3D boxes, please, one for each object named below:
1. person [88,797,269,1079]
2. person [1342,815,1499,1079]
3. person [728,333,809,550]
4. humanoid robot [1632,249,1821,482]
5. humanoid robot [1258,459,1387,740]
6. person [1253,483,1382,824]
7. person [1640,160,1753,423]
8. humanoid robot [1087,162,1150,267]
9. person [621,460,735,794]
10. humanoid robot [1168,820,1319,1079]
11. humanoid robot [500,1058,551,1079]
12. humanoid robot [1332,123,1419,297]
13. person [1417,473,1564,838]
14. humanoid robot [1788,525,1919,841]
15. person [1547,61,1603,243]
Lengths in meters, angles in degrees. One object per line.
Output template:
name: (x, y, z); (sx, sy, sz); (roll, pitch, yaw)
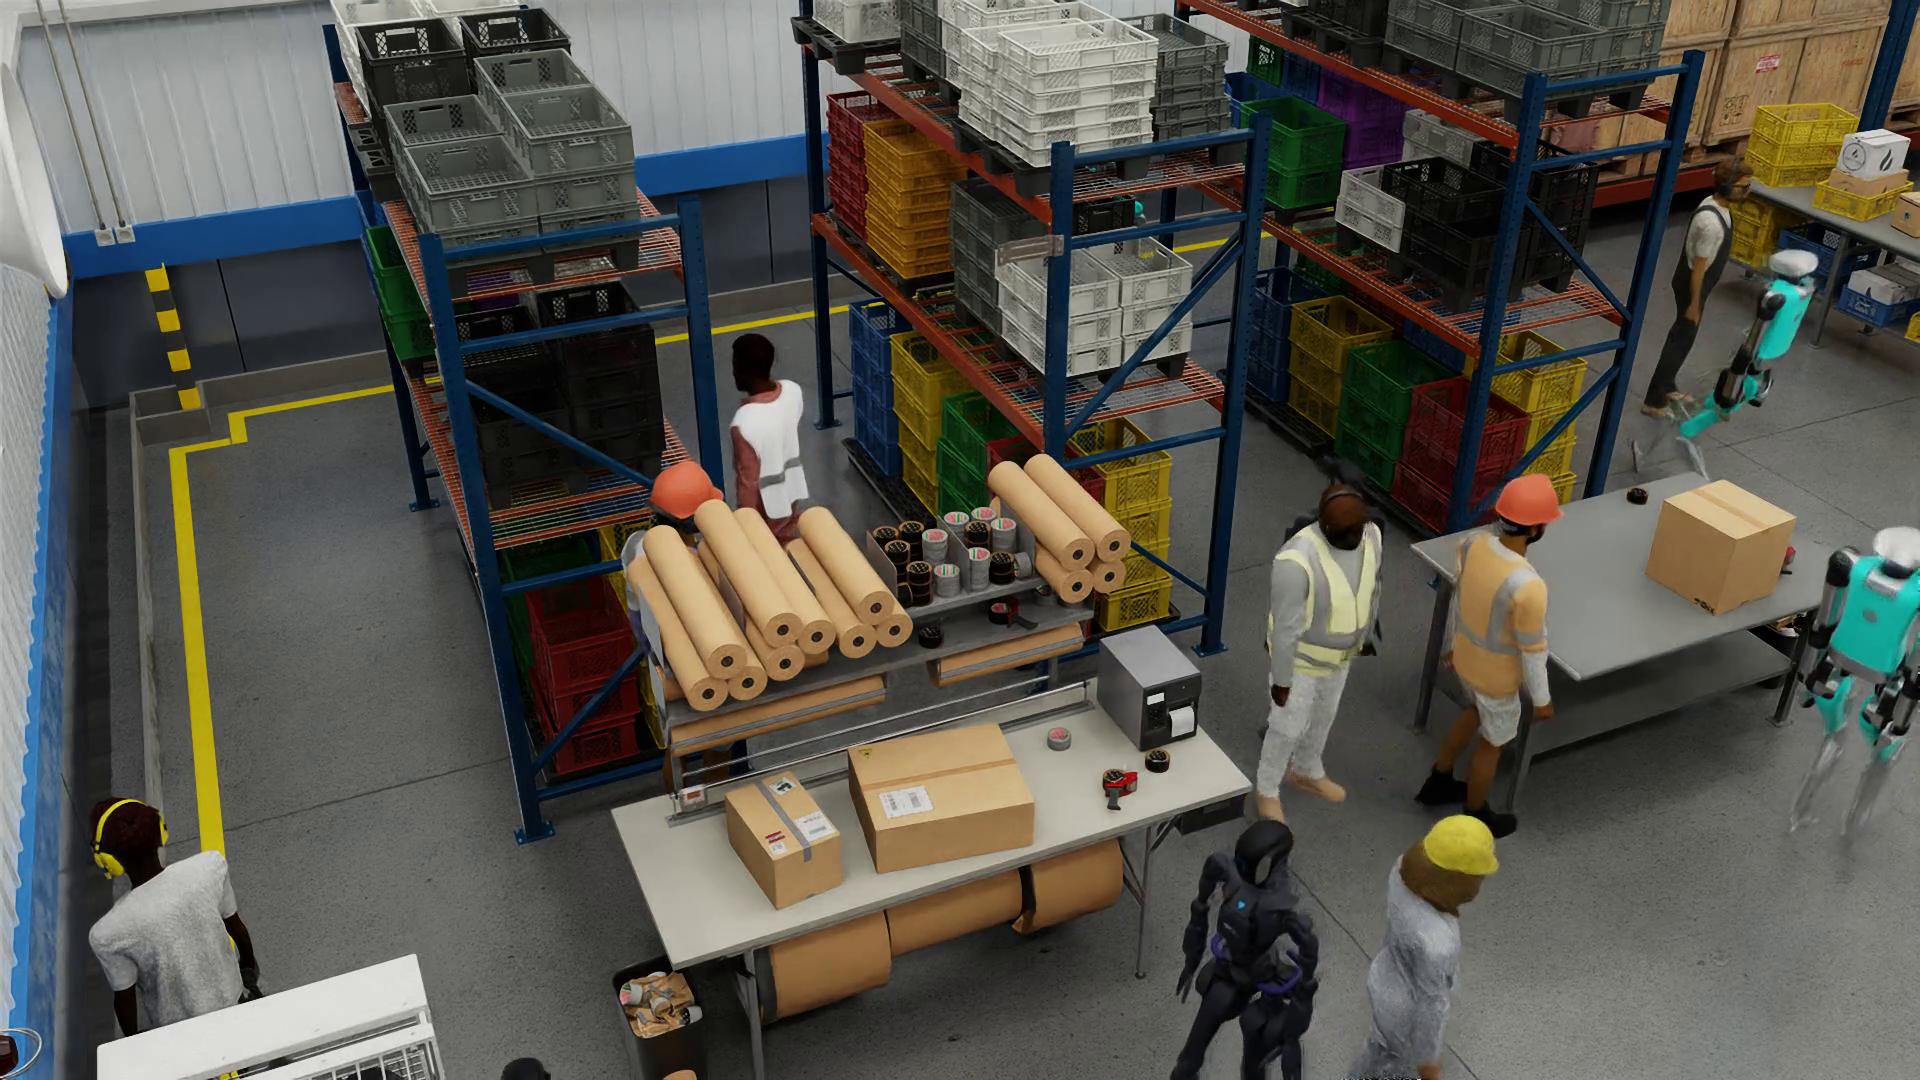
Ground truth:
person: (-2.669, 1.637, 5.801); (0.339, 1.857, 0.517); (20, 37, 30)
person: (1.600, 1.651, 5.897); (0.383, 1.727, 0.511); (-1, 32, -1)
person: (-0.995, -0.194, 8.716); (0.385, 1.918, 0.594); (13, 34, 20)
humanoid robot: (4.604, -1.041, 10.275); (0.556, 1.768, 0.967); (-23, 38, -32)
humanoid robot: (1.759, 0.312, 8.143); (0.601, 1.648, 0.411); (-9, 33, -14)
person: (1.648, 0.518, 7.649); (0.699, 1.825, 0.435); (-21, 37, -30)
person: (4.964, -1.675, 11.204); (0.332, 1.836, 0.501); (15, 35, 23)
humanoid robot: (1.255, -2.970, 13.263); (0.735, 1.681, 0.533); (-5, 32, -8)
person: (-1.159, 0.560, 7.371); (0.615, 2.041, 0.377); (21, 37, 30)
humanoid robot: (0.995, 1.655, 5.969); (0.624, 1.646, 0.595); (-25, 40, -35)
humanoid robot: (-1.231, 2.223, 5.019); (0.611, 1.649, 0.356); (-14, 34, -22)
humanoid robot: (3.127, -2.485, 12.688); (0.745, 1.873, 0.542); (2, 32, 4)
person: (2.430, 0.563, 7.471); (0.425, 1.931, 0.564); (-7, 32, -11)
humanoid robot: (4.114, 0.684, 7.504); (0.674, 1.839, 0.542); (-21, 37, -30)
person: (5.054, -3.185, 13.724); (0.522, 1.761, 0.336); (-15, 35, -23)
